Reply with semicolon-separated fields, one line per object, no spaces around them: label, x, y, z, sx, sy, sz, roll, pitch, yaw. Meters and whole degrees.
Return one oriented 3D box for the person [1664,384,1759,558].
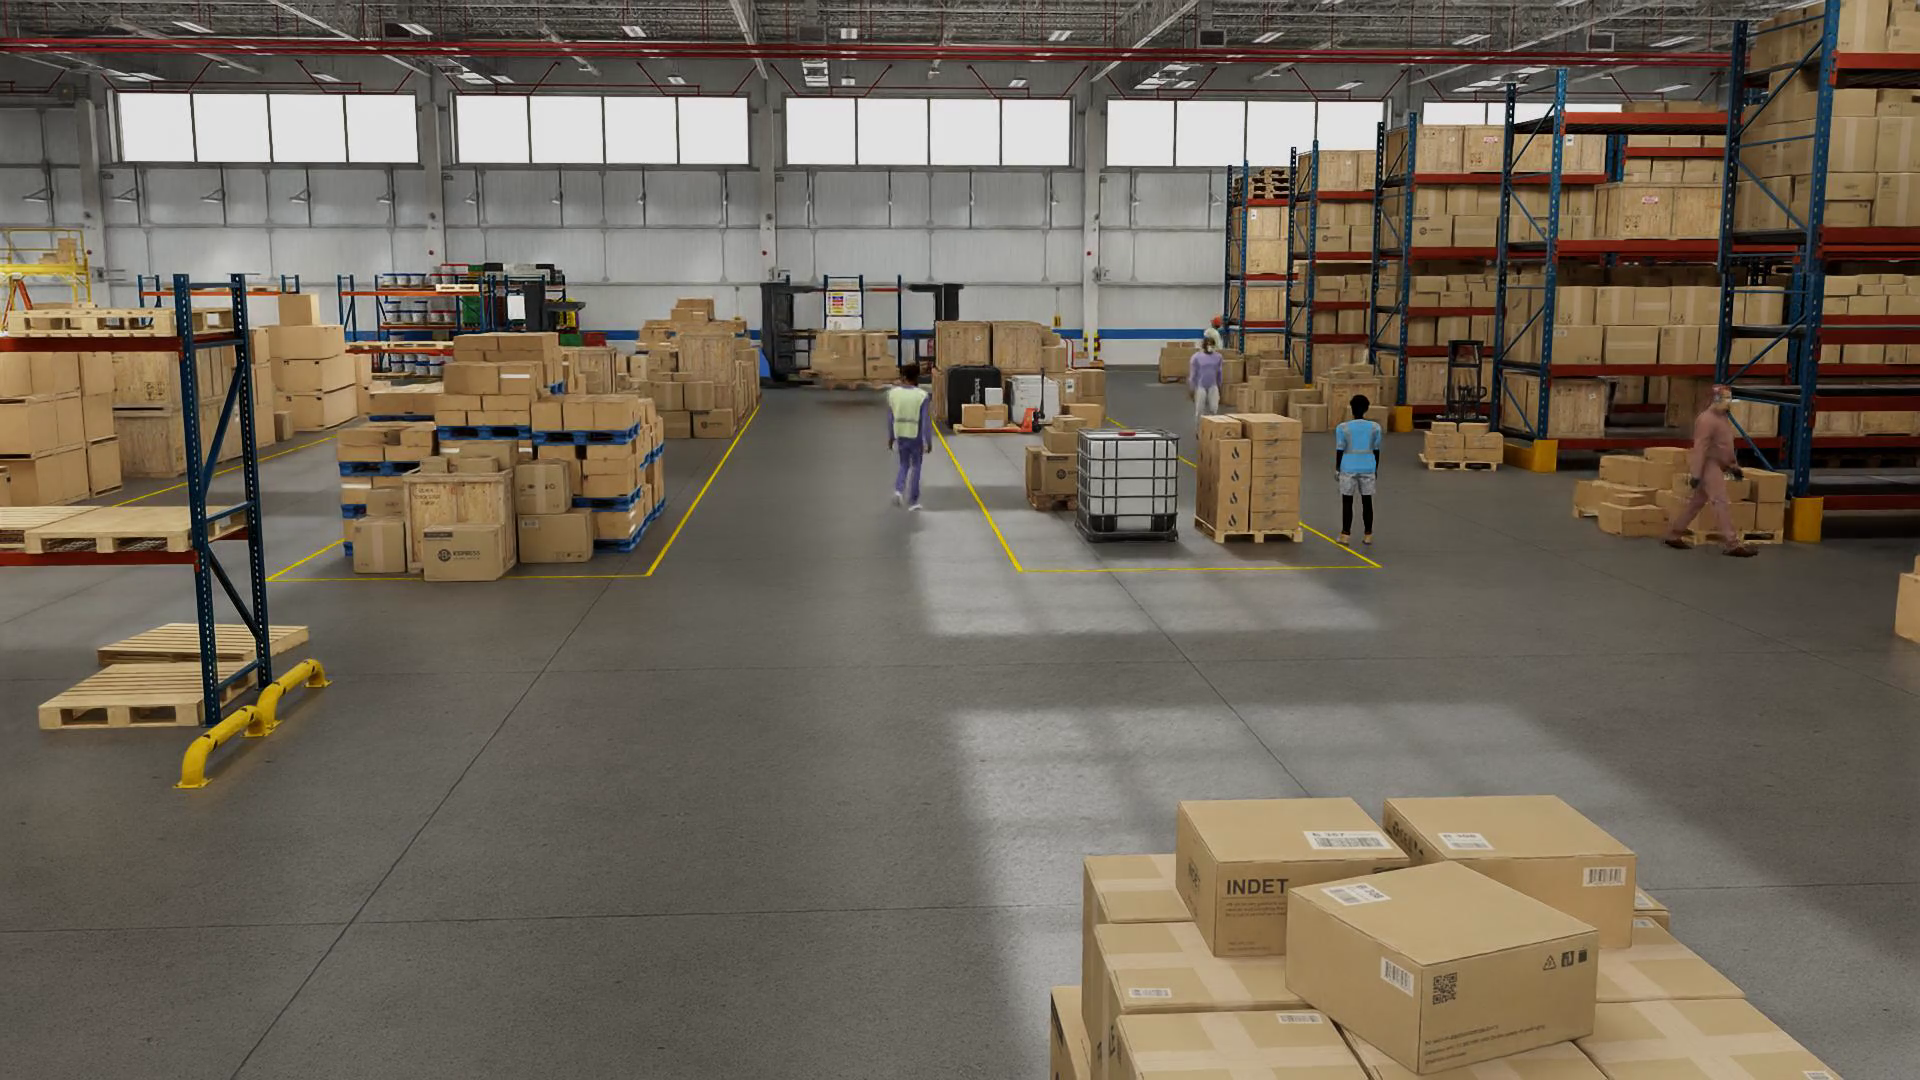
person;8.179;-0.765;18.061;0.993;1.859;0.642;6;11;35

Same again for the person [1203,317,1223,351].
person;6.653;-4.861;43.511;0.584;1.948;0.627;-5;10;-28

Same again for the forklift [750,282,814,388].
forklift;-5.039;-5.535;44.785;1.873;2.768;1.129;3;10;18

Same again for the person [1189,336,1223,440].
person;4.508;-2.739;30.270;0.665;1.902;0.827;-2;9;-11

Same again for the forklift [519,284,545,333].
forklift;-9.332;-4.225;36.560;1.873;2.768;1.129;-1;9;-4

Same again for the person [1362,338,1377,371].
person;9.217;-3.721;37.328;0.381;1.620;0.536;0;9;2

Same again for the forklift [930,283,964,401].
forklift;-0.180;-4.712;39.620;1.873;2.768;1.129;-1;9;-4

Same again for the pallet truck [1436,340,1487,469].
pallet truck;8.004;-2.170;26.422;0.823;1.965;1.885;2;9;14

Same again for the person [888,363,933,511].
person;-0.630;-1.319;21.369;0.622;1.902;0.456;4;10;26

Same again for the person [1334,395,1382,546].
person;4.445;-0.776;18.612;0.539;1.696;0.317;-1;9;-5

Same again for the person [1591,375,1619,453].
person;10.978;-2.440;28.263;0.442;1.952;0.615;-1;9;-9
